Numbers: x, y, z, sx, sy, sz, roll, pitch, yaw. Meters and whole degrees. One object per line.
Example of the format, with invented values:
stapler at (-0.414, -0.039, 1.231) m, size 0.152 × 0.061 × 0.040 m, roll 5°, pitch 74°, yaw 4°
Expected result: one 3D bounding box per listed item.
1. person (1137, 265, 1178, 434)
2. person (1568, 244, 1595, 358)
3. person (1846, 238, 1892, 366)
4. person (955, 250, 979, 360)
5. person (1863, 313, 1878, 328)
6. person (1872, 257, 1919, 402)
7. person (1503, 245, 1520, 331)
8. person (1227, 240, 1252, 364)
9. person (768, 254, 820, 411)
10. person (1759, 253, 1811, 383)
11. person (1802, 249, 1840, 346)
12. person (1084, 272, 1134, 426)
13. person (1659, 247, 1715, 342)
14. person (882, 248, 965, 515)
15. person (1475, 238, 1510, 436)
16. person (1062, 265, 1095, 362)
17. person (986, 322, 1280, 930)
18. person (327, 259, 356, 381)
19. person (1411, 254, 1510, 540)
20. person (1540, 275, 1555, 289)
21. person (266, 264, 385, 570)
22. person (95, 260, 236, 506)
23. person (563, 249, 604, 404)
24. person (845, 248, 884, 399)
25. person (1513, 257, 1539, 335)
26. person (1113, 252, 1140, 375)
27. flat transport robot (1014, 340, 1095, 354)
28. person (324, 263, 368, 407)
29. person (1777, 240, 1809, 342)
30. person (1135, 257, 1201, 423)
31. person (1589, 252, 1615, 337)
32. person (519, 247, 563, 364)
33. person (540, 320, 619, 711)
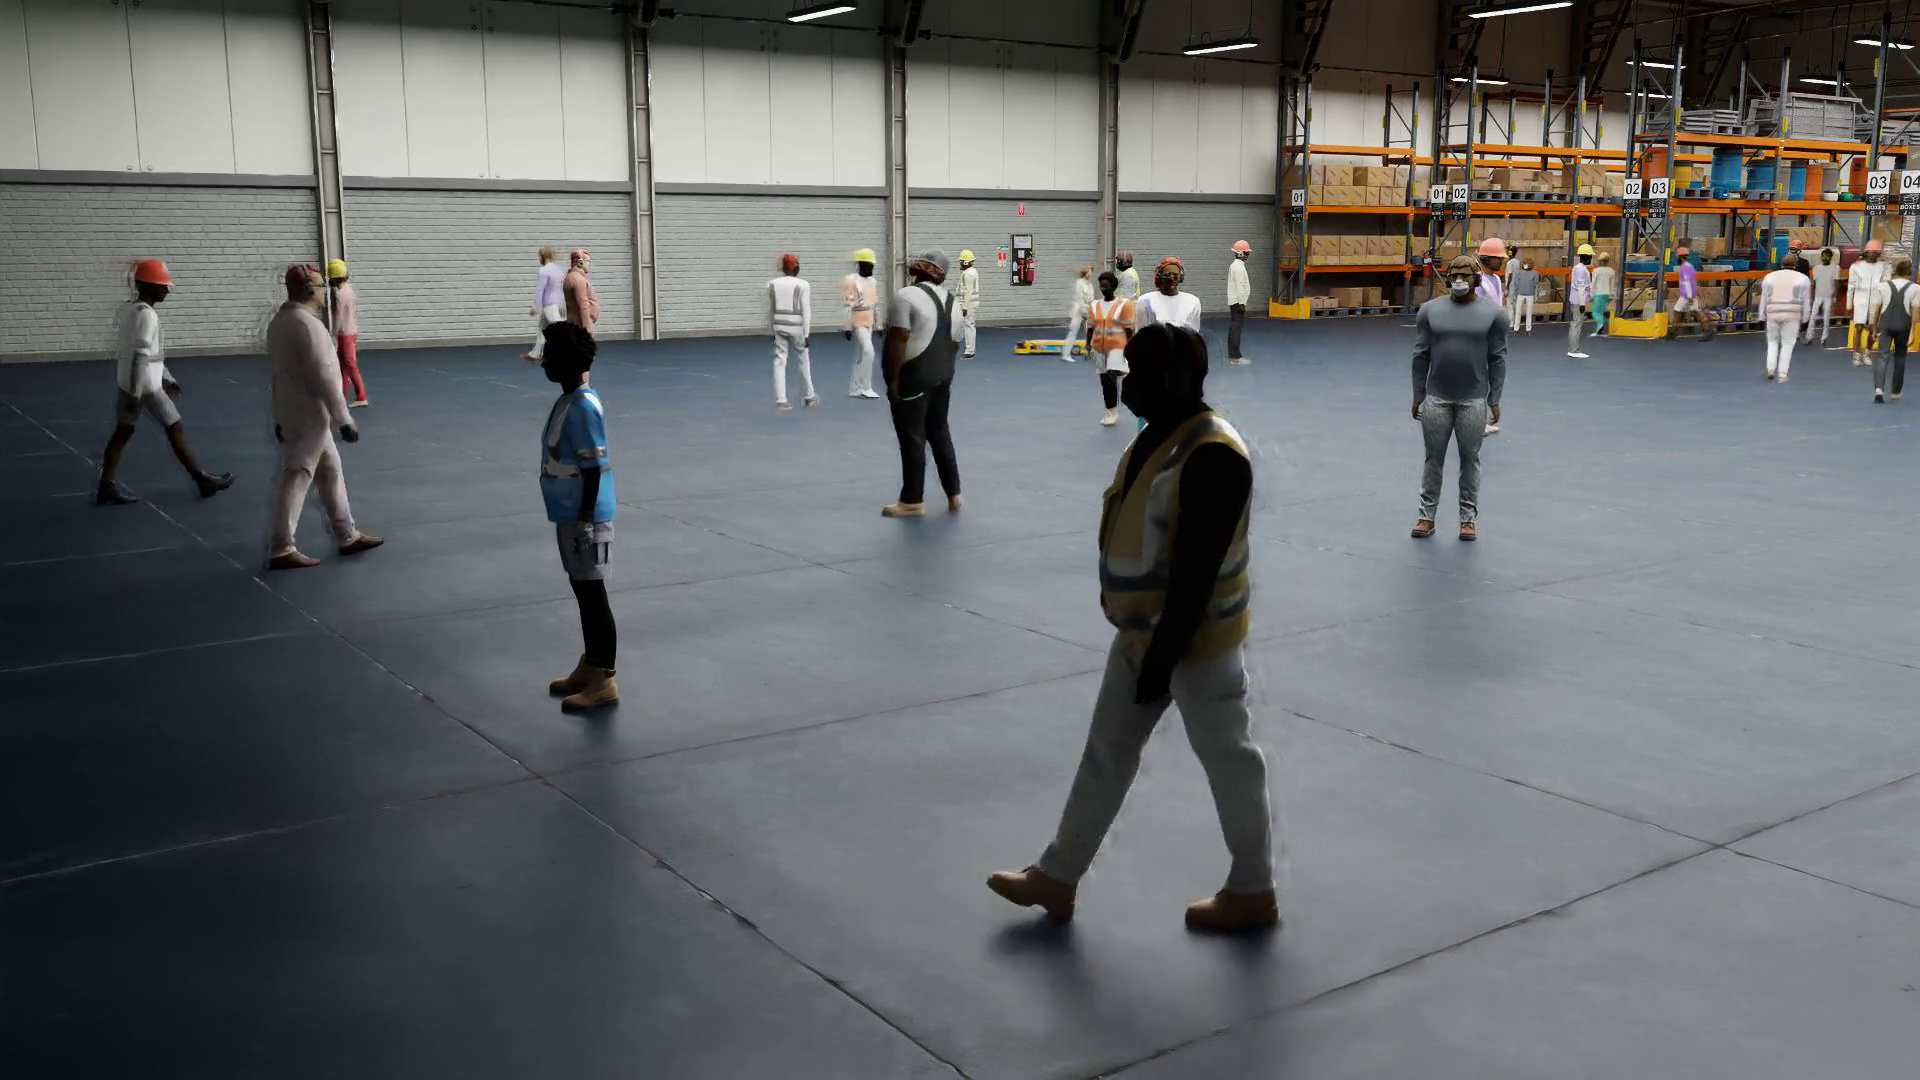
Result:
person at (1.727, -1.465, 14.327) m, size 0.572 × 1.843 × 0.373 m, roll -9°, pitch 14°, yaw -42°
person at (10.626, -4.085, 28.464) m, size 0.366 × 1.927 × 0.585 m, roll 2°, pitch 11°, yaw 13°
person at (14.536, -3.798, 26.623) m, size 0.615 × 2.049 × 0.515 m, roll 3°, pitch 11°, yaw 18°
person at (0.116, -3.949, 27.974) m, size 0.403 × 1.834 × 0.588 m, roll 1°, pitch 10°, yaw 8°
person at (20.657, -5.720, 37.417) m, size 0.942 × 1.923 × 0.637 m, roll -8°, pitch 13°, yaw -36°
person at (11.681, -2.624, 20.792) m, size 0.521 × 1.808 × 0.936 m, roll 7°, pitch 13°, yaw 35°
person at (12.012, -5.486, 36.323) m, size 0.353 × 1.870 × 0.567 m, roll 9°, pitch 14°, yaw 40°
person at (4.522, -3.843, 26.953) m, size 0.376 × 1.995 × 0.612 m, roll 0°, pitch 10°, yaw -1°
person at (-1.985, -2.487, 19.907) m, size 0.601 × 1.845 × 0.909 m, roll 4°, pitch 11°, yaw 21°
person at (11.682, -3.135, 23.539) m, size 0.650 × 1.822 × 0.517 m, roll 8°, pitch 13°, yaw 37°
person at (16.194, -4.538, 31.234) m, size 0.497 × 1.827 × 0.894 m, roll 8°, pitch 13°, yaw 39°
person at (1.580, -2.061, 18.030) m, size 0.558 × 1.676 × 0.553 m, roll 7°, pitch 13°, yaw 34°
person at (14.450, -4.843, 32.853) m, size 1.049 × 1.861 × 0.554 m, roll 10°, pitch 14°, yaw 43°
person at (-0.301, -1.211, 12.395) m, size 0.534 × 2.000 × 0.771 m, roll 8°, pitch 13°, yaw 36°
person at (5.466, -2.099, 17.261) m, size 0.386 × 2.039 × 0.616 m, roll 9°, pitch 13°, yaw 39°
person at (2.046, -3.688, 27.214) m, size 0.882 × 1.590 × 0.507 m, roll 8°, pitch 13°, yaw 37°
person at (0.544, 0.281, 4.844) m, size 0.931 × 1.803 × 0.620 m, roll -3°, pitch 11°, yaw -16°
person at (-8.884, -3.156, 23.874) m, size 0.294 × 1.744 × 0.487 m, roll 0°, pitch 10°, yaw -2°
person at (3.385, -0.966, 11.333) m, size 0.627 × 1.940 × 0.370 m, roll 5°, pitch 11°, yaw 24°
person at (15.028, -6.503, 42.598) m, size 0.635 × 1.609 × 0.322 m, roll -7°, pitch 12°, yaw -33°
person at (-3.990, -0.774, 10.436) m, size 0.897 × 1.875 × 0.639 m, roll -8°, pitch 13°, yaw -36°
person at (-6.241, -1.214, 12.865) m, size 1.040 × 1.865 × 0.552 m, roll -10°, pitch 14°, yaw -44°
person at (-4.643, -2.618, 20.480) m, size 0.411 × 1.908 × 0.643 m, roll -5°, pitch 11°, yaw -26°
person at (-1.156, -2.738, 21.141) m, size 0.667 × 1.903 × 0.607 m, roll 6°, pitch 12°, yaw 29°
person at (11.859, -5.104, 34.856) m, size 0.501 × 1.633 × 0.289 m, roll 4°, pitch 11°, yaw 20°
person at (2.470, -3.375, 24.835) m, size 0.429 × 1.835 × 0.630 m, roll 2°, pitch 11°, yaw 10°
flat transport robot at (1.684, -3.406, 29.285) m, size 1.431 × 0.197 × 0.652 m, roll -1°, pitch 10°, yaw -3°
person at (-7.509, -2.460, 20.166) m, size 0.629 × 1.742 × 0.542 m, roll -2°, pitch 10°, yaw -10°
person at (16.312, -4.875, 32.608) m, size 0.612 × 1.995 × 0.376 m, roll 9°, pitch 14°, yaw 40°
person at (1.771, -1.462, 14.210) m, size 0.575 × 1.882 × 0.355 m, roll -2°, pitch 10°, yaw -8°
person at (13.199, -5.033, 34.152) m, size 0.541 × 1.744 × 0.466 m, roll -2°, pitch 11°, yaw -13°
person at (-6.656, -3.765, 26.825) m, size 1.025 × 1.884 × 0.651 m, roll 1°, pitch 10°, yaw 5°
person at (-1.675, -0.108, 7.292) m, size 0.316 × 1.695 × 0.541 m, roll -4°, pitch 11°, yaw -21°
